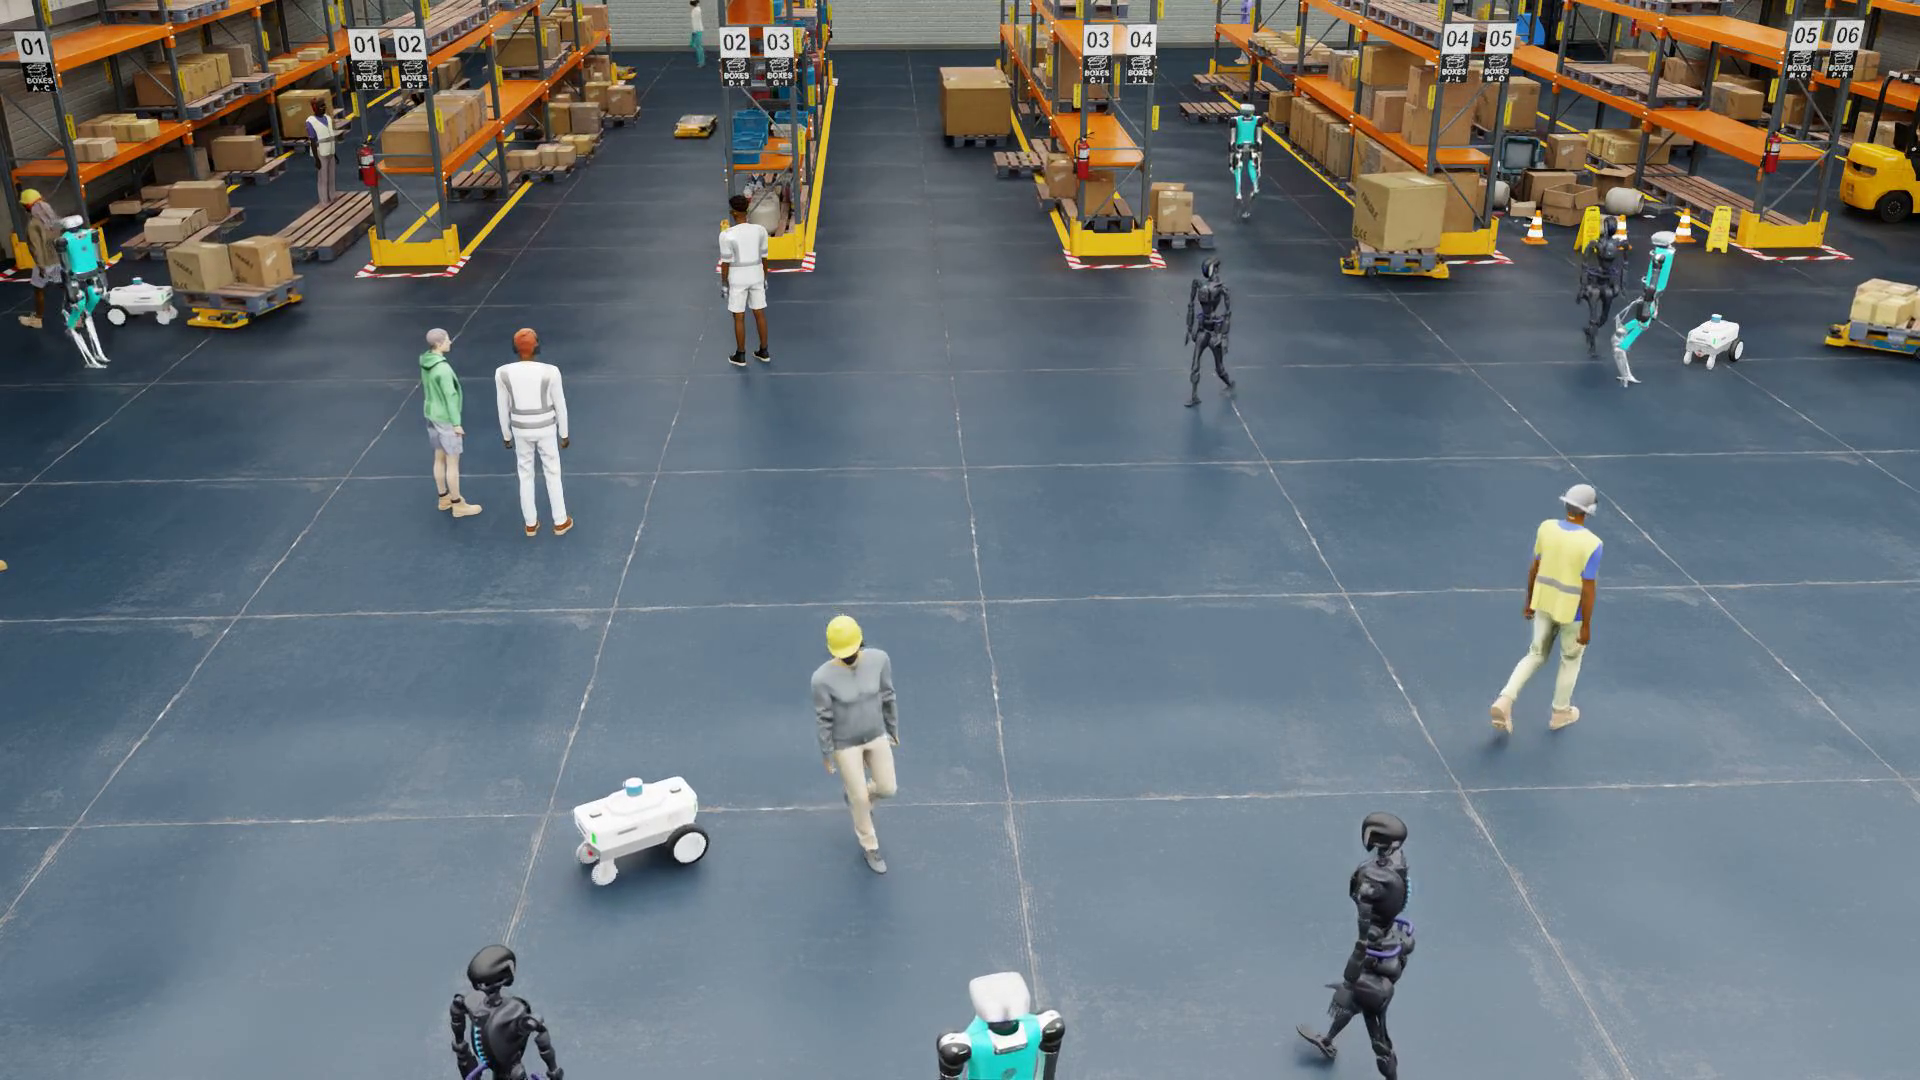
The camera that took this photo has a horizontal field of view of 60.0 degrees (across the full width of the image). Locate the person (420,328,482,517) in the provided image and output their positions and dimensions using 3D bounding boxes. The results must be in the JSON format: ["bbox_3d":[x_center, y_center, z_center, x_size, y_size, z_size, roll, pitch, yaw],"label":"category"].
[{"bbox_3d":[-4.664,-1.066,15.056,0.329,1.742,0.471,-20,31,-38],"label":"person"}]

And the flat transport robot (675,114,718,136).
[{"bbox_3d":[-5.214,-8.199,32.896,0.659,0.231,1.431,0,24,0],"label":"flat transport robot"}]

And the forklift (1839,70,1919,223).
[{"bbox_3d":[15.132,-6.143,25.915,2.313,2.155,1.214,-1,24,-2],"label":"forklift"}]

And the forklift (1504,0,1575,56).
[{"bbox_3d":[14.700,-13.805,42.301,1.873,2.768,1.129,-1,24,-2],"label":"forklift"}]

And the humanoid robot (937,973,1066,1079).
[{"bbox_3d":[0.079,2.460,7.077,0.534,1.740,0.723,-8,25,-18],"label":"humanoid robot"}]

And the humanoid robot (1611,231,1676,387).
[{"bbox_3d":[7.455,-2.509,18.415,0.679,1.878,0.557,15,28,29],"label":"humanoid robot"}]

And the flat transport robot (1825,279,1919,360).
[{"bbox_3d":[11.157,-2.381,19.823,1.431,0.231,0.659,15,28,30],"label":"flat transport robot"}]

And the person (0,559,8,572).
[{"bbox_3d":[-8.342,-0.580,13.793,0.382,1.888,0.580,20,31,38],"label":"person"}]

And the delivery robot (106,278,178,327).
[{"bbox_3d":[-10.272,-2.977,20.829,0.812,0.609,0.499,-2,24,-4],"label":"delivery robot"}]

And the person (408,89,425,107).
[{"bbox_3d":[-11.028,-9.360,33.768,0.530,1.672,0.768,-2,24,-4],"label":"person"}]

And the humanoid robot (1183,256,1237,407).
[{"bbox_3d":[2.728,-2.262,17.889,0.586,1.646,0.739,22,32,40],"label":"humanoid robot"}]

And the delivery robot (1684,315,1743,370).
[{"bbox_3d":[8.762,-2.324,19.351,0.499,0.601,0.783,22,32,40],"label":"delivery robot"}]

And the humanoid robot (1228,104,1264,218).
[{"bbox_3d":[4.424,-5.739,25.618,0.538,1.824,0.748,-1,24,-2],"label":"humanoid robot"}]

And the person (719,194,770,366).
[{"bbox_3d":[-2.471,-2.986,19.114,0.601,1.957,0.382,-15,28,-30],"label":"person"}]

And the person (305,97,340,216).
[{"bbox_3d":[-9.932,-5.988,25.988,0.391,1.846,0.562,5,24,11],"label":"person"}]

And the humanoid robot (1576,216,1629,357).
[{"bbox_3d":[7.566,-3.023,19.598,0.591,1.650,0.671,3,24,7],"label":"humanoid robot"}]

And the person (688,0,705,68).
[{"bbox_3d":[-6.444,-12.420,40.559,0.410,1.746,0.513,-9,25,-19],"label":"person"}]

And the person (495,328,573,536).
[{"bbox_3d":[-3.727,-0.939,14.596,0.582,1.882,0.337,-2,24,-4],"label":"person"}]

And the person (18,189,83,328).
[{"bbox_3d":[-11.270,-3.436,20.400,0.828,1.725,0.535,4,24,9],"label":"person"}]

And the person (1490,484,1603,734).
[{"bbox_3d":[4.070,0.503,11.381,0.788,1.869,0.526,-16,29,-32],"label":"person"}]

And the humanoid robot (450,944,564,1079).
[{"bbox_3d":[-1.928,2.448,7.229,0.605,1.648,0.340,10,26,21],"label":"humanoid robot"}]

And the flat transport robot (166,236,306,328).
[{"bbox_3d":[-9.103,-2.982,21.173,0.659,0.231,1.431,6,25,13],"label":"flat transport robot"}]

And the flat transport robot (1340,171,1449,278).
[{"bbox_3d":[6.020,-3.824,23.066,1.431,0.231,0.659,4,24,8],"label":"flat transport robot"}]

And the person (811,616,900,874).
[{"bbox_3d":[-0.636,1.188,10.003,0.551,1.731,0.449,-13,27,-27],"label":"person"}]

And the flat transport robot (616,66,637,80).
[{"bbox_3d":[-8.375,-10.980,39.145,1.431,0.231,0.659,-1,24,-3],"label":"flat transport robot"}]

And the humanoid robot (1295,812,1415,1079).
[{"bbox_3d":[1.967,2.045,8.173,0.699,1.638,0.601,15,28,30],"label":"humanoid robot"}]

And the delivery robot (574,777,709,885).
[{"bbox_3d":[-1.969,1.738,10.213,0.791,0.592,0.499,-14,28,-29],"label":"delivery robot"}]

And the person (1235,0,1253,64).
[{"bbox_3d":[7.078,-12.714,41.159,0.395,1.799,0.588,0,24,-1],"label":"person"}]

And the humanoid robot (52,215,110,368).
[{"bbox_3d":[-10.139,-2.864,19.085,0.713,1.783,0.557,13,27,27],"label":"humanoid robot"}]
